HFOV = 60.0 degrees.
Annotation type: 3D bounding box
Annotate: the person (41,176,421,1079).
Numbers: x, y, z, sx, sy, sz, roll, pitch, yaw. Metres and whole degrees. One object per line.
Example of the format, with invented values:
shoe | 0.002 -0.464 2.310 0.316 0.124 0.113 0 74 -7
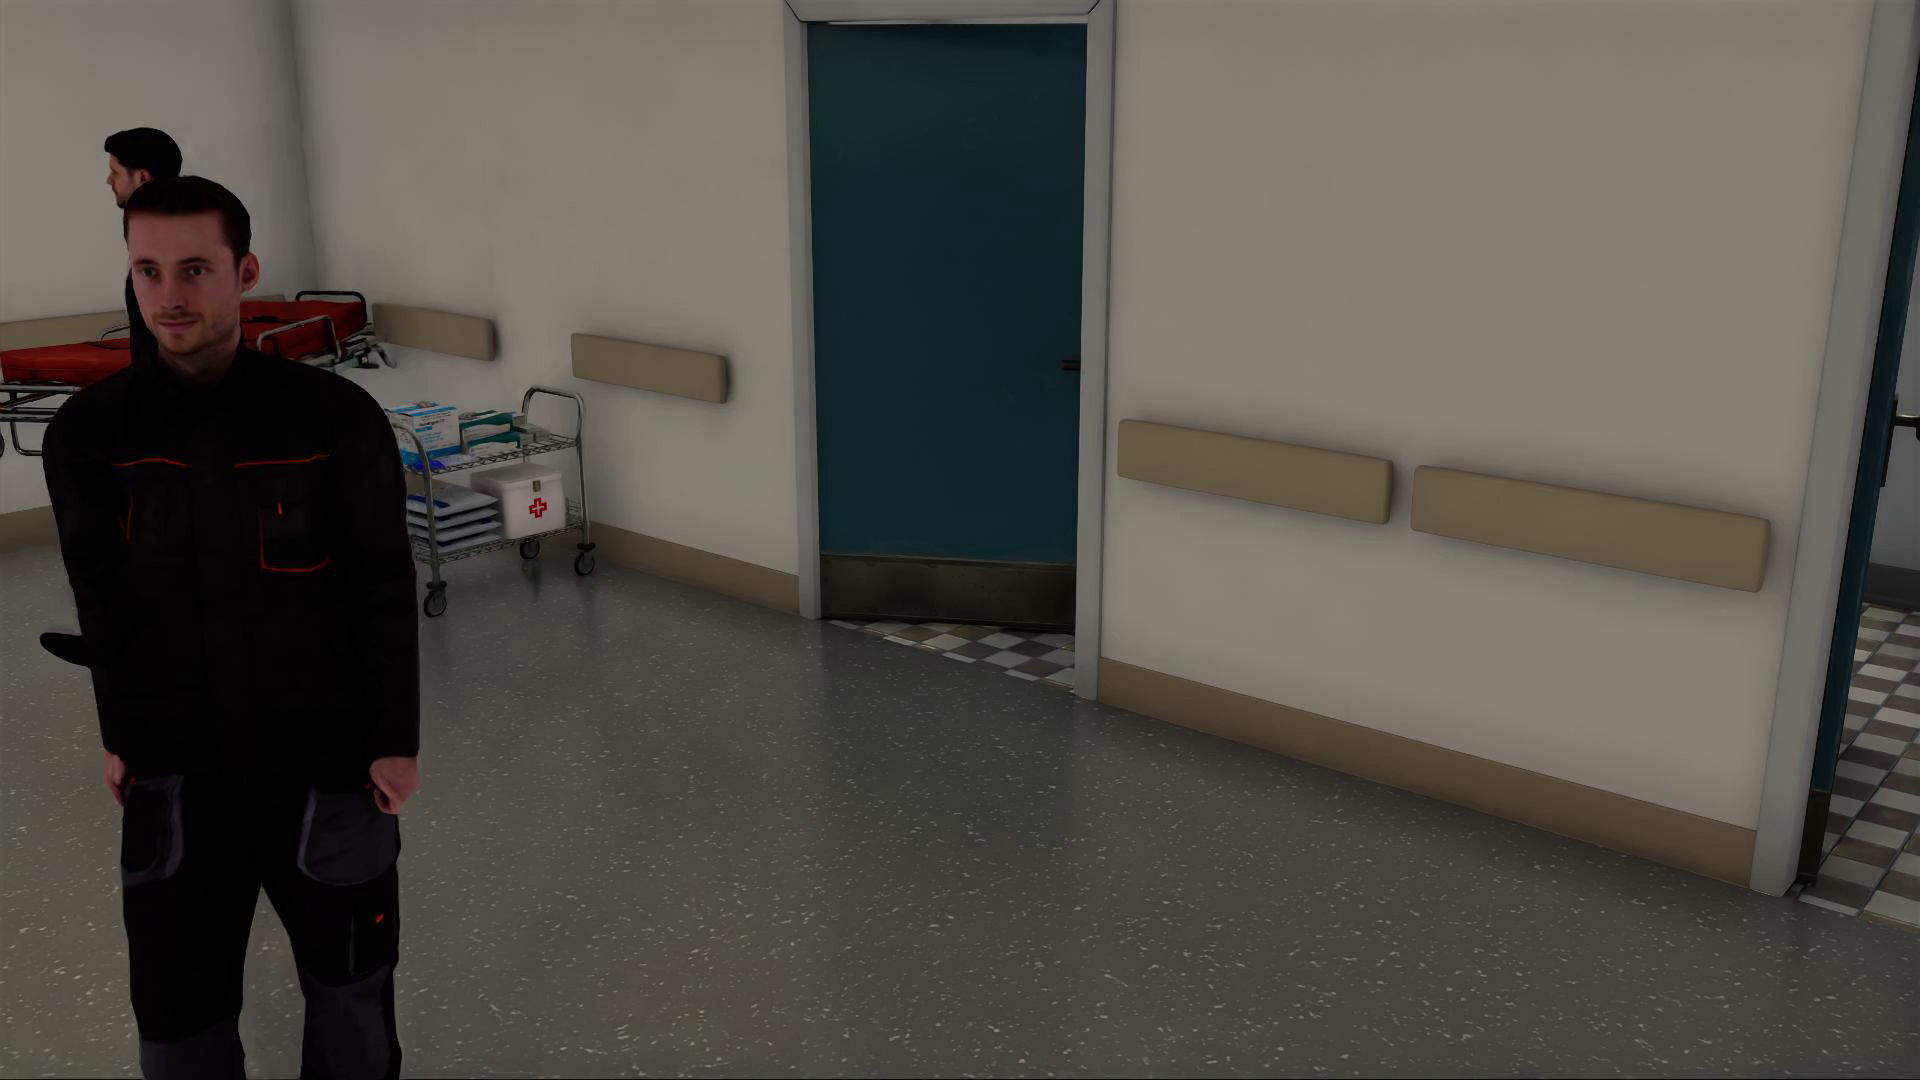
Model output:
person | -1.179 0.350 2.820 0.969 1.896 1.053 -4 16 -13
